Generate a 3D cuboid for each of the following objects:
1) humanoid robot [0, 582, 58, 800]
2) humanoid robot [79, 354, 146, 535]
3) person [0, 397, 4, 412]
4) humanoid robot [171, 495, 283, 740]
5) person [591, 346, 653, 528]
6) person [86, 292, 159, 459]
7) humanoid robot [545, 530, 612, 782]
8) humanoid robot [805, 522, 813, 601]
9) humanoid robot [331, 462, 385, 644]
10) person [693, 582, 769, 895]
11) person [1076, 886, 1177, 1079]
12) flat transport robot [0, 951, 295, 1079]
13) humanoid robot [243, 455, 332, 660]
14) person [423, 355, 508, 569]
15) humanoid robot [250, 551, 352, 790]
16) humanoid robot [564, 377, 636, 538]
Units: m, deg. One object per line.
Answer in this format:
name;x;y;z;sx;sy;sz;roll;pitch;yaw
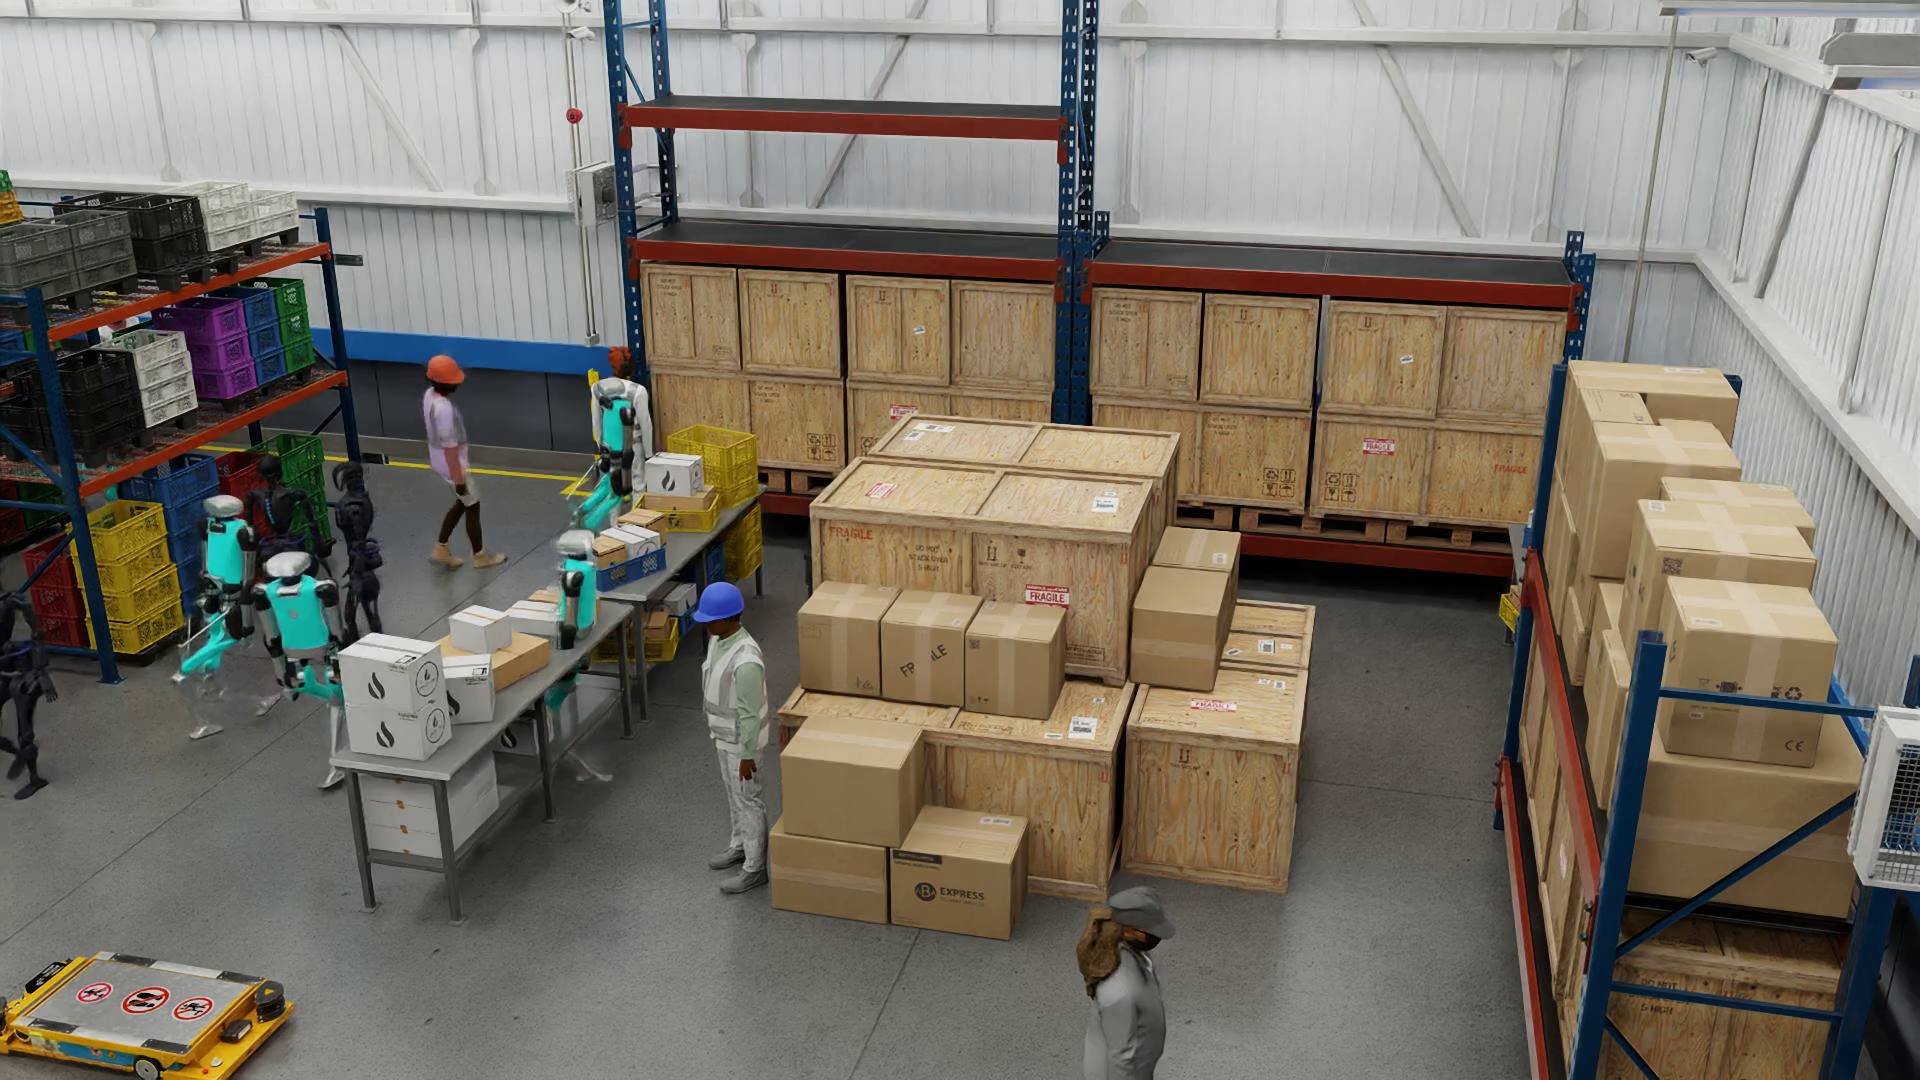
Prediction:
humanoid robot;-6.180;0.875;10.795;0.608;1.648;0.377;1;21;2
humanoid robot;-7.820;-0.824;15.124;0.547;1.743;0.977;4;21;11
person;-9.508;-1.225;16.049;0.429;1.843;0.624;11;23;26
humanoid robot;-5.184;0.615;11.420;0.531;1.730;1.005;12;24;28
person;-2.997;-0.809;14.902;0.573;1.882;0.361;8;22;20
person;-8.742;-1.728;17.397;0.405;1.824;0.584;14;25;32
humanoid robot;-2.786;0.781;11.021;0.878;1.772;0.537;0;21;1
humanoid robot;-0.827;0.326;12.259;0.591;1.637;0.698;4;21;11
humanoid robot;-4.536;0.220;12.502;0.452;1.648;0.597;-9;23;-23
person;-1.320;1.137;9.738;0.411;1.939;0.602;-9;23;-23
person;0.686;2.243;7.084;0.408;1.761;0.572;2;21;6
flat transport robot;-4.270;2.464;8.601;1.431;0.231;0.659;5;22;13
humanoid robot;-5.127;0.128;12.732;0.584;1.642;0.347;0;21;1
person;-4.318;-0.655;14.360;0.625;2.005;0.662;-11;24;-27
humanoid robot;-4.148;0.829;10.849;0.565;1.794;0.805;-1;21;-4
humanoid robot;-3.101;-0.495;14.191;0.728;1.729;0.530;-14;25;-32
